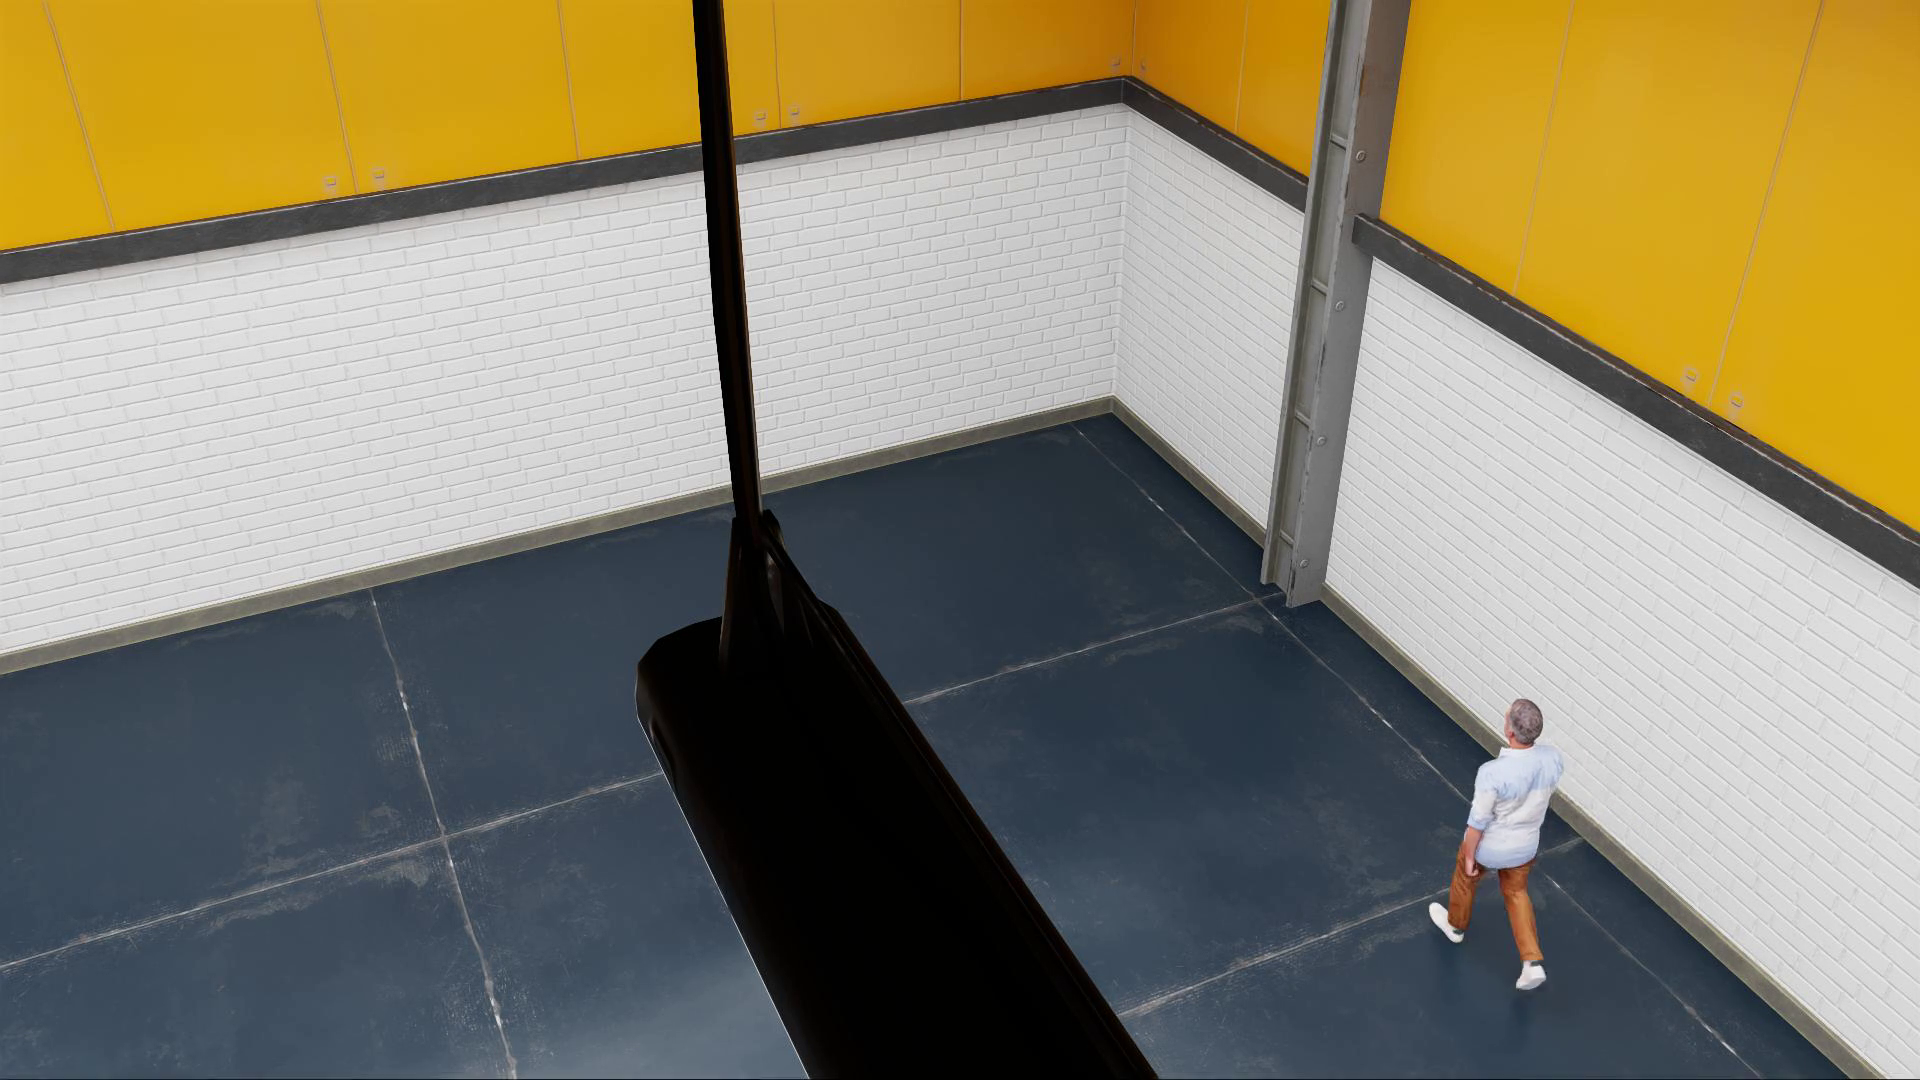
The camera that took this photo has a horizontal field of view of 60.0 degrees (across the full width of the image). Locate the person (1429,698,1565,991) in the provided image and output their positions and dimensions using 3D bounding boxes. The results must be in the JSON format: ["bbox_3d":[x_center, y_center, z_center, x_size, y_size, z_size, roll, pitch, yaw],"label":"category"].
[{"bbox_3d":[2.992,1.665,9.000,0.818,1.802,1.129,-8,34,-12],"label":"person"}]
